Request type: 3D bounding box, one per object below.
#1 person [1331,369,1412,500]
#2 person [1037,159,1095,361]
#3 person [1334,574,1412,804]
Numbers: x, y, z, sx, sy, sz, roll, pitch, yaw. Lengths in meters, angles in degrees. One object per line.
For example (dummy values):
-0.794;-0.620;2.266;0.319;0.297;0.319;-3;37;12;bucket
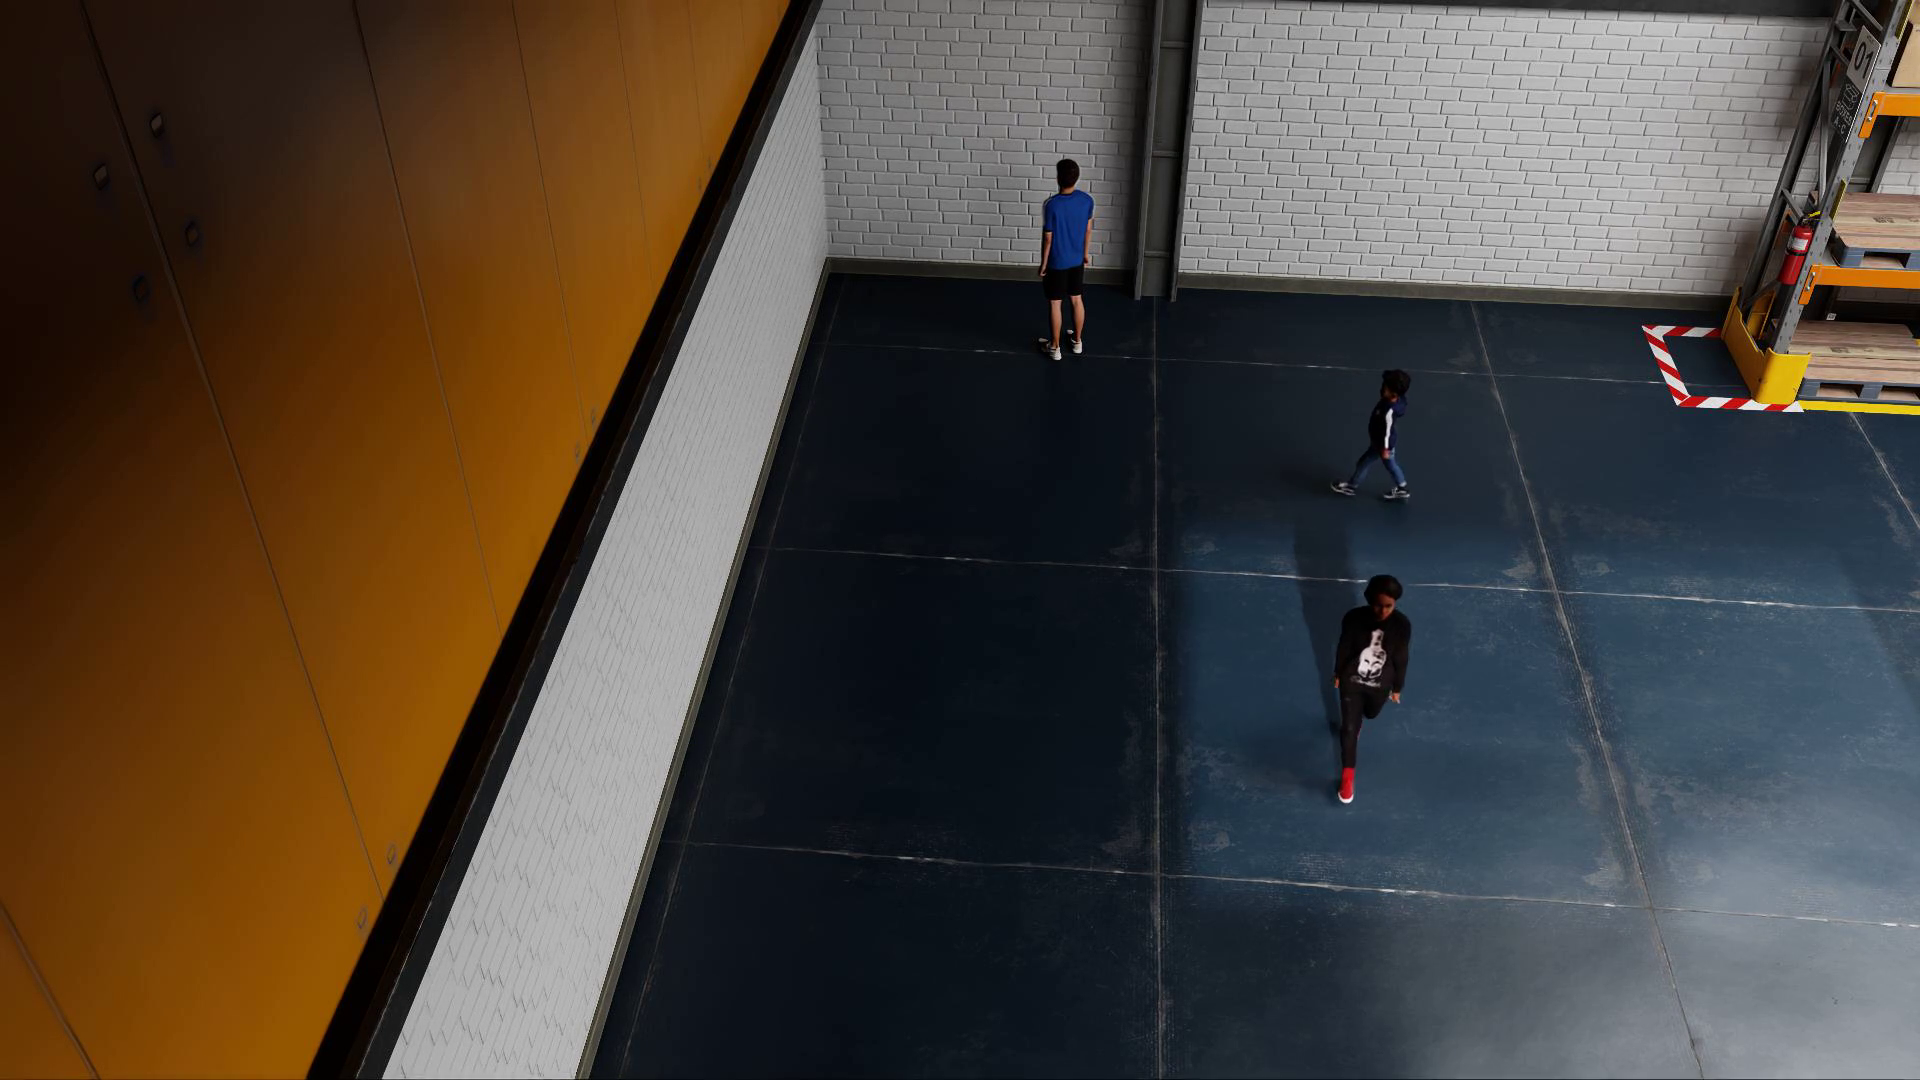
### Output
3.372;-0.797;13.030;0.891;1.199;0.645;11;40;13;person
0.915;-2.470;14.590;0.701;1.865;0.812;-17;42;-21;person
2.599;0.834;10.628;1.019;1.648;0.709;6;39;7;person
